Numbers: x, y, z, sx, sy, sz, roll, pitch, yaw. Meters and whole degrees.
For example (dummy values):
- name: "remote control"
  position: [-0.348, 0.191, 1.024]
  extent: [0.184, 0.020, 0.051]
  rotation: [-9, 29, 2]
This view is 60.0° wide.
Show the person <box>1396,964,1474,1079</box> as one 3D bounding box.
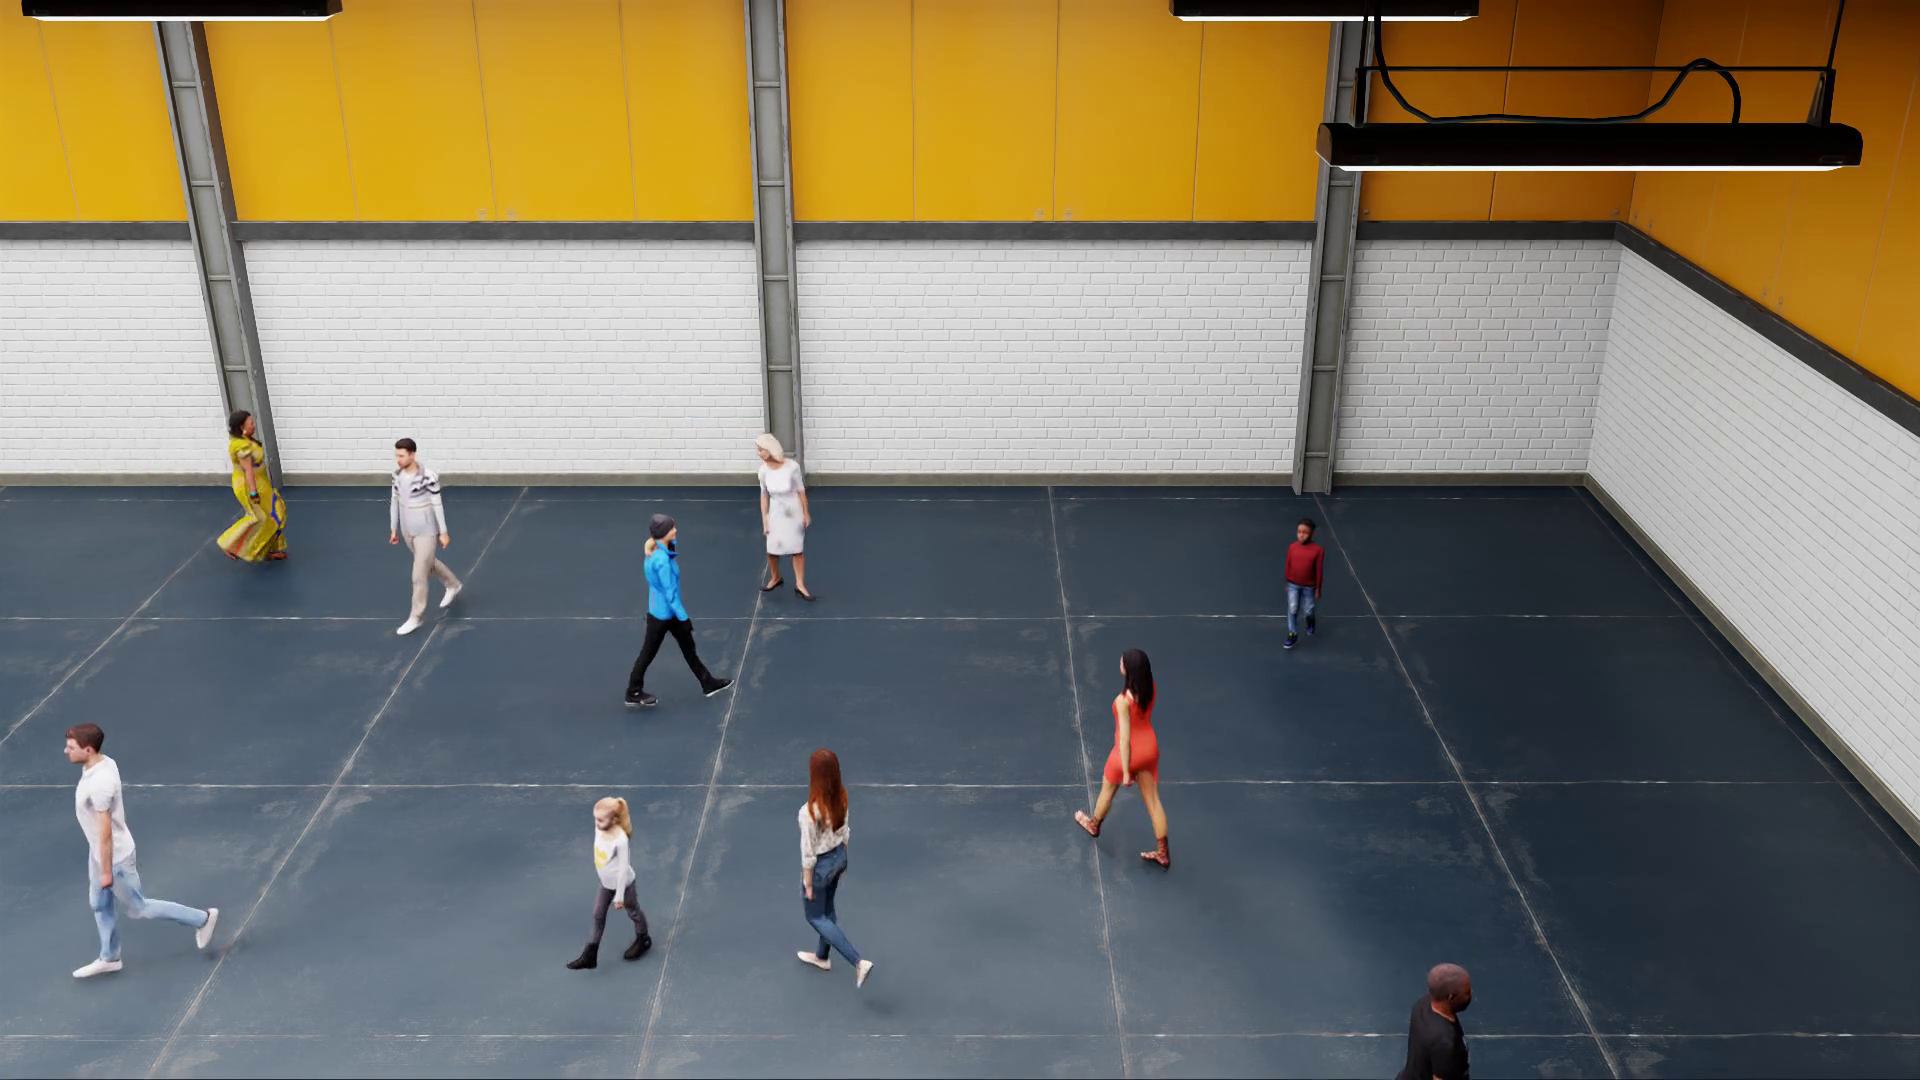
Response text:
- name: "person"
  position: [2.350, 2.985, 8.644]
  extent: [1.049, 1.779, 0.697]
  rotation: [1, 24, 2]

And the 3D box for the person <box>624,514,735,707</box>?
- name: "person"
  position: [-2.591, 0.651, 14.021]
  extent: [1.204, 1.746, 0.749]
  rotation: [-3, 24, -7]

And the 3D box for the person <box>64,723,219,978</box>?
- name: "person"
  position: [-5.399, 2.015, 10.804]
  extent: [1.232, 1.826, 1.047]
  rotation: [-14, 27, -29]

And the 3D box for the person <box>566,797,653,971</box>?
- name: "person"
  position: [-2.212, 2.238, 11.006]
  extent: [0.843, 1.254, 0.882]
  rotation: [20, 31, 38]

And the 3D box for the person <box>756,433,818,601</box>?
- name: "person"
  position: [-1.631, -0.227, 16.058]
  extent: [0.478, 1.725, 0.783]
  rotation: [-5, 24, -12]

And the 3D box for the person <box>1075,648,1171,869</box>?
- name: "person"
  position: [1.321, 1.601, 11.946]
  extent: [1.086, 1.668, 1.111]
  rotation: [-19, 30, -37]

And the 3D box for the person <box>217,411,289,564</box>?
- name: "person"
  position: [-7.216, -0.493, 16.771]
  extent: [1.048, 1.641, 0.909]
  rotation: [-9, 25, -20]

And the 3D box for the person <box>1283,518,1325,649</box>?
- name: "person"
  position: [3.167, 0.372, 15.288]
  extent: [0.719, 1.244, 0.728]
  rotation: [11, 26, 24]

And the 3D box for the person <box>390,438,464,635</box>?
- name: "person"
  position: [-5.025, -0.119, 15.679]
  extent: [1.252, 1.831, 1.143]
  rotation: [12, 26, 26]

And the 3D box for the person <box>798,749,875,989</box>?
- name: "person"
  position: [-0.811, 2.126, 10.689]
  extent: [1.028, 1.714, 0.915]
  rotation: [17, 29, 34]
